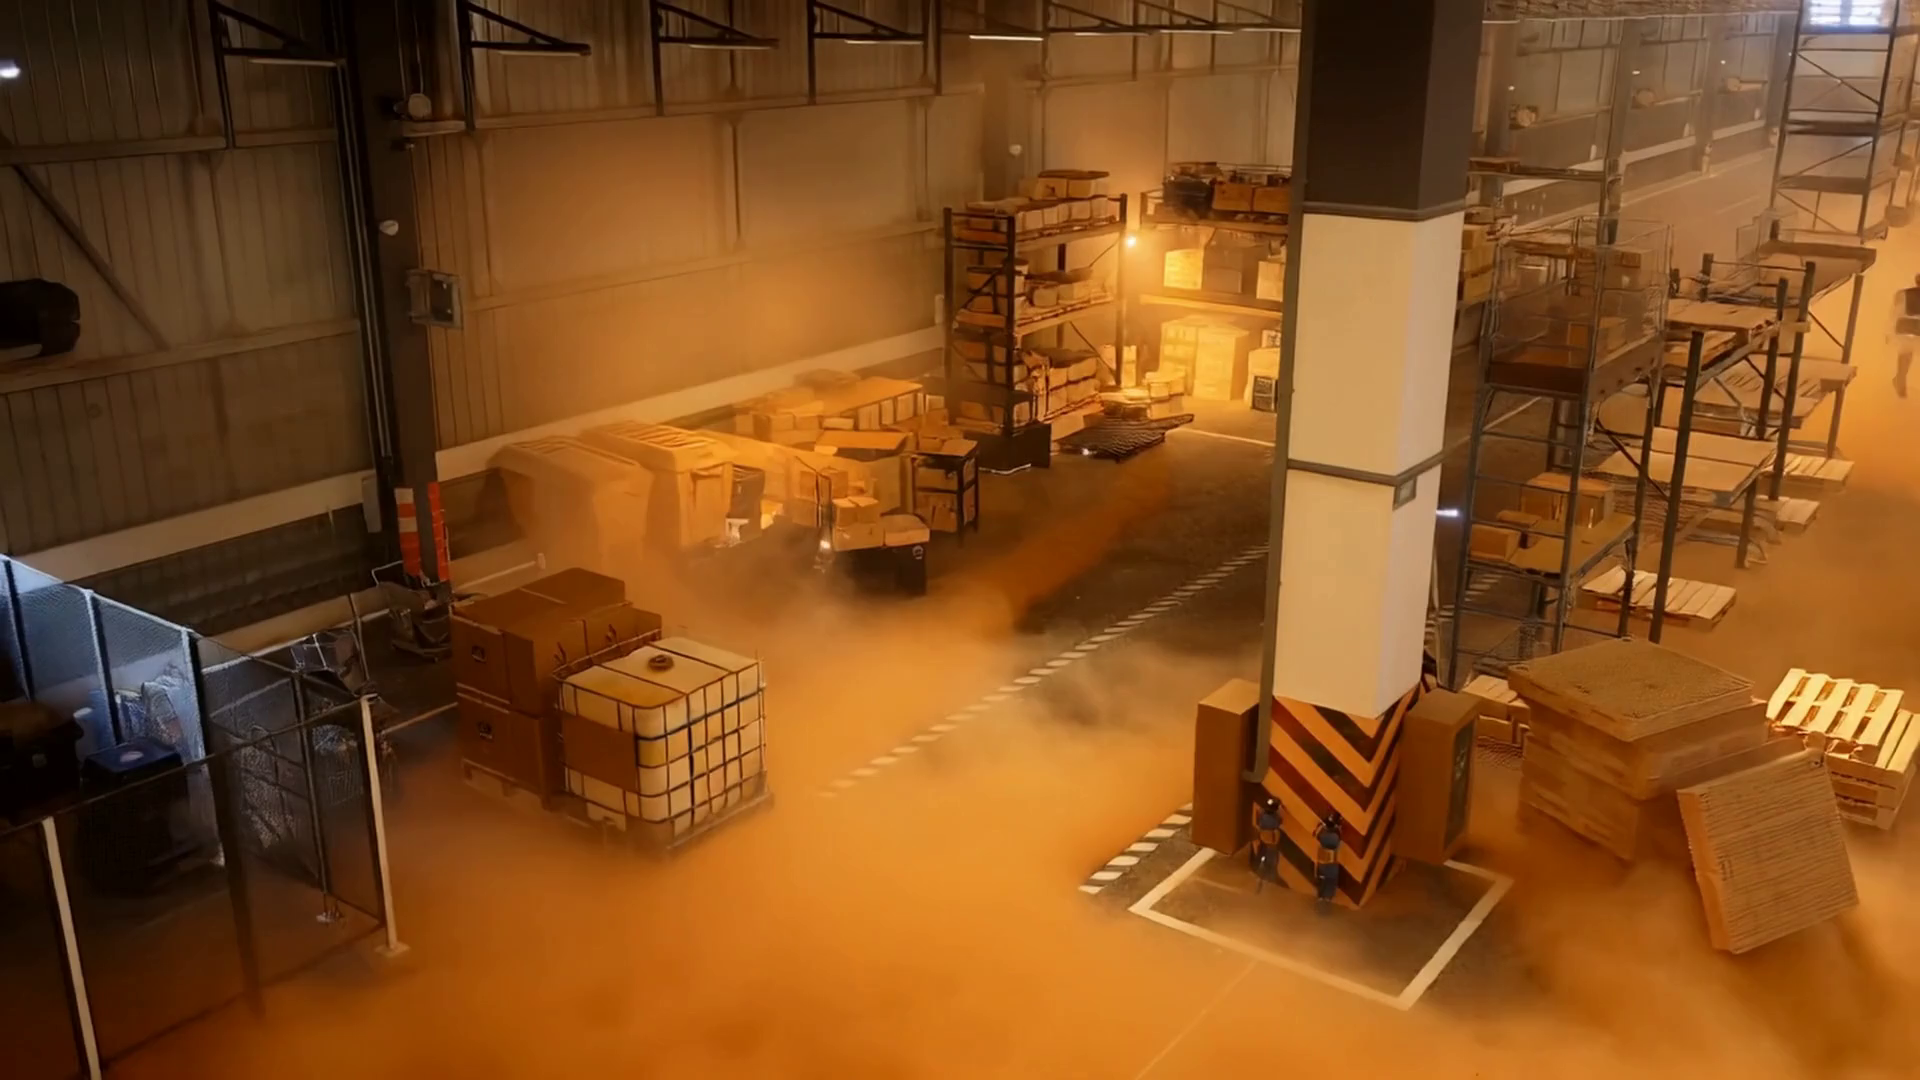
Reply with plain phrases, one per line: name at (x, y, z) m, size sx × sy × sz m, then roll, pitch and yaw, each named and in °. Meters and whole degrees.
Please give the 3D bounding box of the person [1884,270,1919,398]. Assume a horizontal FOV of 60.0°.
person at (14.092, -3.108, 24.734) m, size 0.579 × 1.860 × 0.976 m, roll 6°, pitch 19°, yaw 17°
